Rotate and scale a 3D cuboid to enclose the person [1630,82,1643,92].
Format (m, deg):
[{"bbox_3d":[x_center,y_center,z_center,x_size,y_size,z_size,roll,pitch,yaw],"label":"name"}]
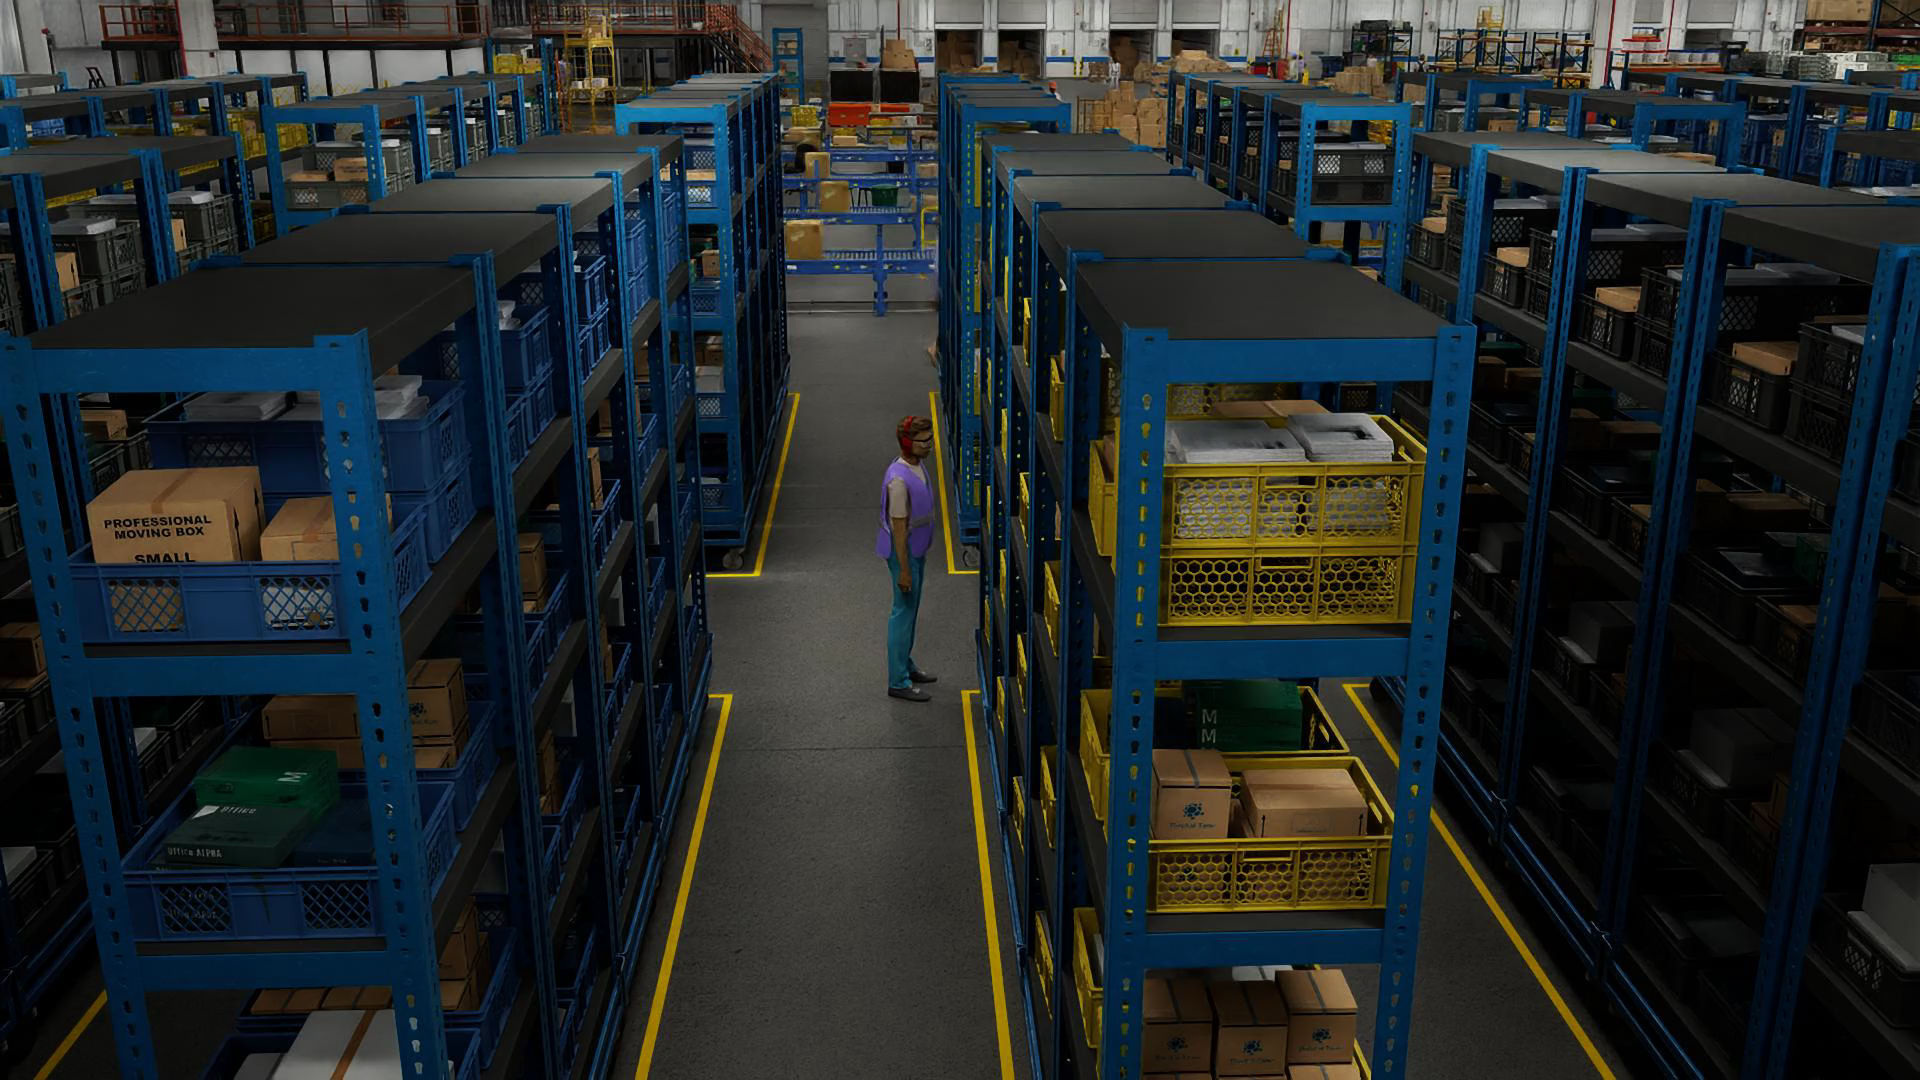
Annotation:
[{"bbox_3d":[26.079,-17.242,64.103,0.600,1.945,0.629,-9,20,-27],"label":"person"}]

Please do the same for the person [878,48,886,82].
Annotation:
[{"bbox_3d":[-4.247,-26.844,93.939,0.877,1.873,0.604,-3,18,-8],"label":"person"}]

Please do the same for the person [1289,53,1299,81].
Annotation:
[{"bbox_3d":[16.424,-23.049,82.136,0.900,1.921,0.609,-14,23,-37],"label":"person"}]

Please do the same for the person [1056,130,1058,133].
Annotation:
[{"bbox_3d":[2.060,-8.238,36.750,0.502,1.632,0.277,-5,19,-15],"label":"person"}]

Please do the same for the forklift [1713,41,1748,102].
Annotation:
[{"bbox_3d":[31.051,-18.679,67.067,1.129,2.768,1.873,-1,18,-2],"label":"forklift"}]

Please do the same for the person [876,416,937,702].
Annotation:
[{"bbox_3d":[-0.341,0.103,10.602,0.372,1.843,0.570,2,18,8],"label":"person"}]

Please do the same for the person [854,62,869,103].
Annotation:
[{"bbox_3d":[-4.202,-19.429,70.981,0.630,1.879,0.480,8,19,22],"label":"person"}]

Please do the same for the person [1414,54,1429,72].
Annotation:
[{"bbox_3d":[21.435,-21.561,77.328,0.674,2.000,0.535,7,19,20],"label":"person"}]

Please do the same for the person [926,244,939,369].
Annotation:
[{"bbox_3d":[-0.062,-2.951,19.780,0.549,2.026,0.611,11,21,31],"label":"person"}]

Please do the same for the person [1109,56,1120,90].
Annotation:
[{"bbox_3d":[7.311,-21.903,78.660,0.574,1.877,0.354,-6,19,-17],"label":"person"}]

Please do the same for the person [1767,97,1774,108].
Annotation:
[{"bbox_3d":[31.411,-17.163,64.362,0.311,1.638,0.523,3,18,9],"label":"person"}]

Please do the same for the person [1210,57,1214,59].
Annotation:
[{"bbox_3d":[11.684,-21.559,77.594,0.424,1.867,0.614,-13,22,-36],"label":"person"}]

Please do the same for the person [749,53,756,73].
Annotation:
[{"bbox_3d":[-10.761,-24.312,86.258,0.552,1.777,1.015,-11,21,-31],"label":"person"}]

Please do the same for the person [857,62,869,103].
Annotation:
[{"bbox_3d":[-4.087,-19.260,70.442,0.550,1.884,0.988,-10,21,-29],"label":"person"}]

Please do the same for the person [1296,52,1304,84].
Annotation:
[{"bbox_3d":[17.095,-23.581,83.776,0.586,1.920,0.396,-9,20,-26],"label":"person"}]

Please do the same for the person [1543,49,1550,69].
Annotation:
[{"bbox_3d":[31.867,-25.642,90.202,0.872,1.897,0.606,0,18,1],"label":"person"}]

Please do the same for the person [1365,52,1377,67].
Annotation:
[{"bbox_3d":[21.139,-24.105,85.402,0.700,1.916,0.633,-11,21,-31],"label":"person"}]

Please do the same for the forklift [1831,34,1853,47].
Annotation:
[{"bbox_3d":[44.028,-23.961,83.412,1.129,2.768,1.873,-1,18,-2],"label":"forklift"}]

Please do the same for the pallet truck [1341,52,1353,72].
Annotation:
[{"bbox_3d":[18.794,-23.123,82.231,0.823,1.965,1.885,-13,22,-35],"label":"pallet truck"}]

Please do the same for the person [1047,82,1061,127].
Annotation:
[{"bbox_3d":[2.818,-13.031,51.011,0.612,1.991,0.392,-8,19,-22],"label":"person"}]

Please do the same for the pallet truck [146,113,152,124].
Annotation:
[{"bbox_3d":[-18.087,-8.309,36.390,1.885,1.965,0.823,-1,18,-4],"label":"pallet truck"}]

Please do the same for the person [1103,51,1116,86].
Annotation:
[{"bbox_3d":[8.104,-25.363,89.431,0.732,1.840,0.520,6,19,19],"label":"person"}]

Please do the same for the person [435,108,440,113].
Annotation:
[{"bbox_3d":[-17.311,-14.269,55.292,0.519,1.717,0.503,-5,19,-15],"label":"person"}]

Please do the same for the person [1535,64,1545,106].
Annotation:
[{"bbox_3d":[24.096,-18.862,69.274,0.512,1.860,0.322,-9,20,-27],"label":"person"}]

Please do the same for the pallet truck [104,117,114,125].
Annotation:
[{"bbox_3d":[-18.367,-7.885,35.078,1.885,1.965,0.823,1,18,2],"label":"pallet truck"}]
